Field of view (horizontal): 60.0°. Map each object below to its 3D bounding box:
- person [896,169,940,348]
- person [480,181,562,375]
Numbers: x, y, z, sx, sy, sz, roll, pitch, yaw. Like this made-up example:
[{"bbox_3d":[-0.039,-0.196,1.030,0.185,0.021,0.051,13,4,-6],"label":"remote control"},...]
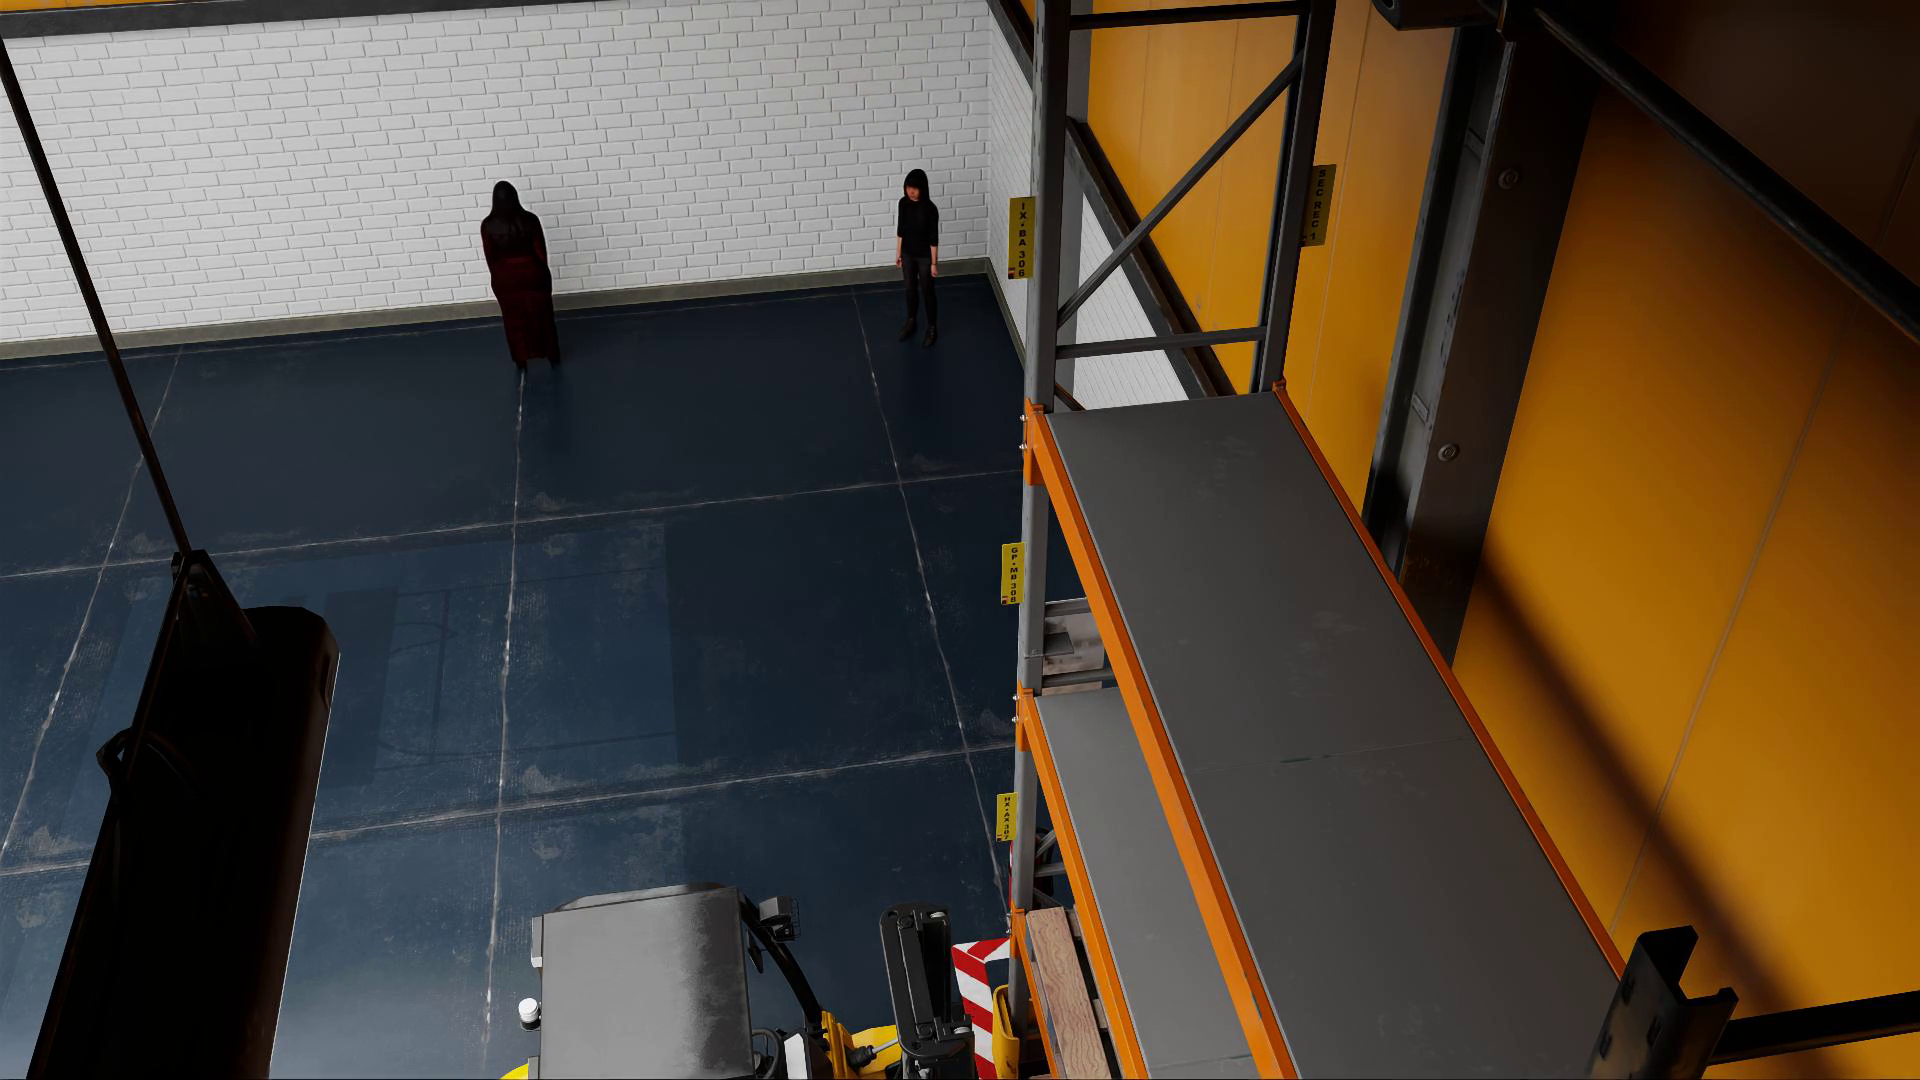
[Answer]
[{"bbox_3d":[-0.353,-2.479,14.428,0.638,1.641,0.681,20,43,23],"label":"person"},{"bbox_3d":[-3.691,-2.199,13.985,0.678,1.757,0.620,-10,40,-12],"label":"person"}]
